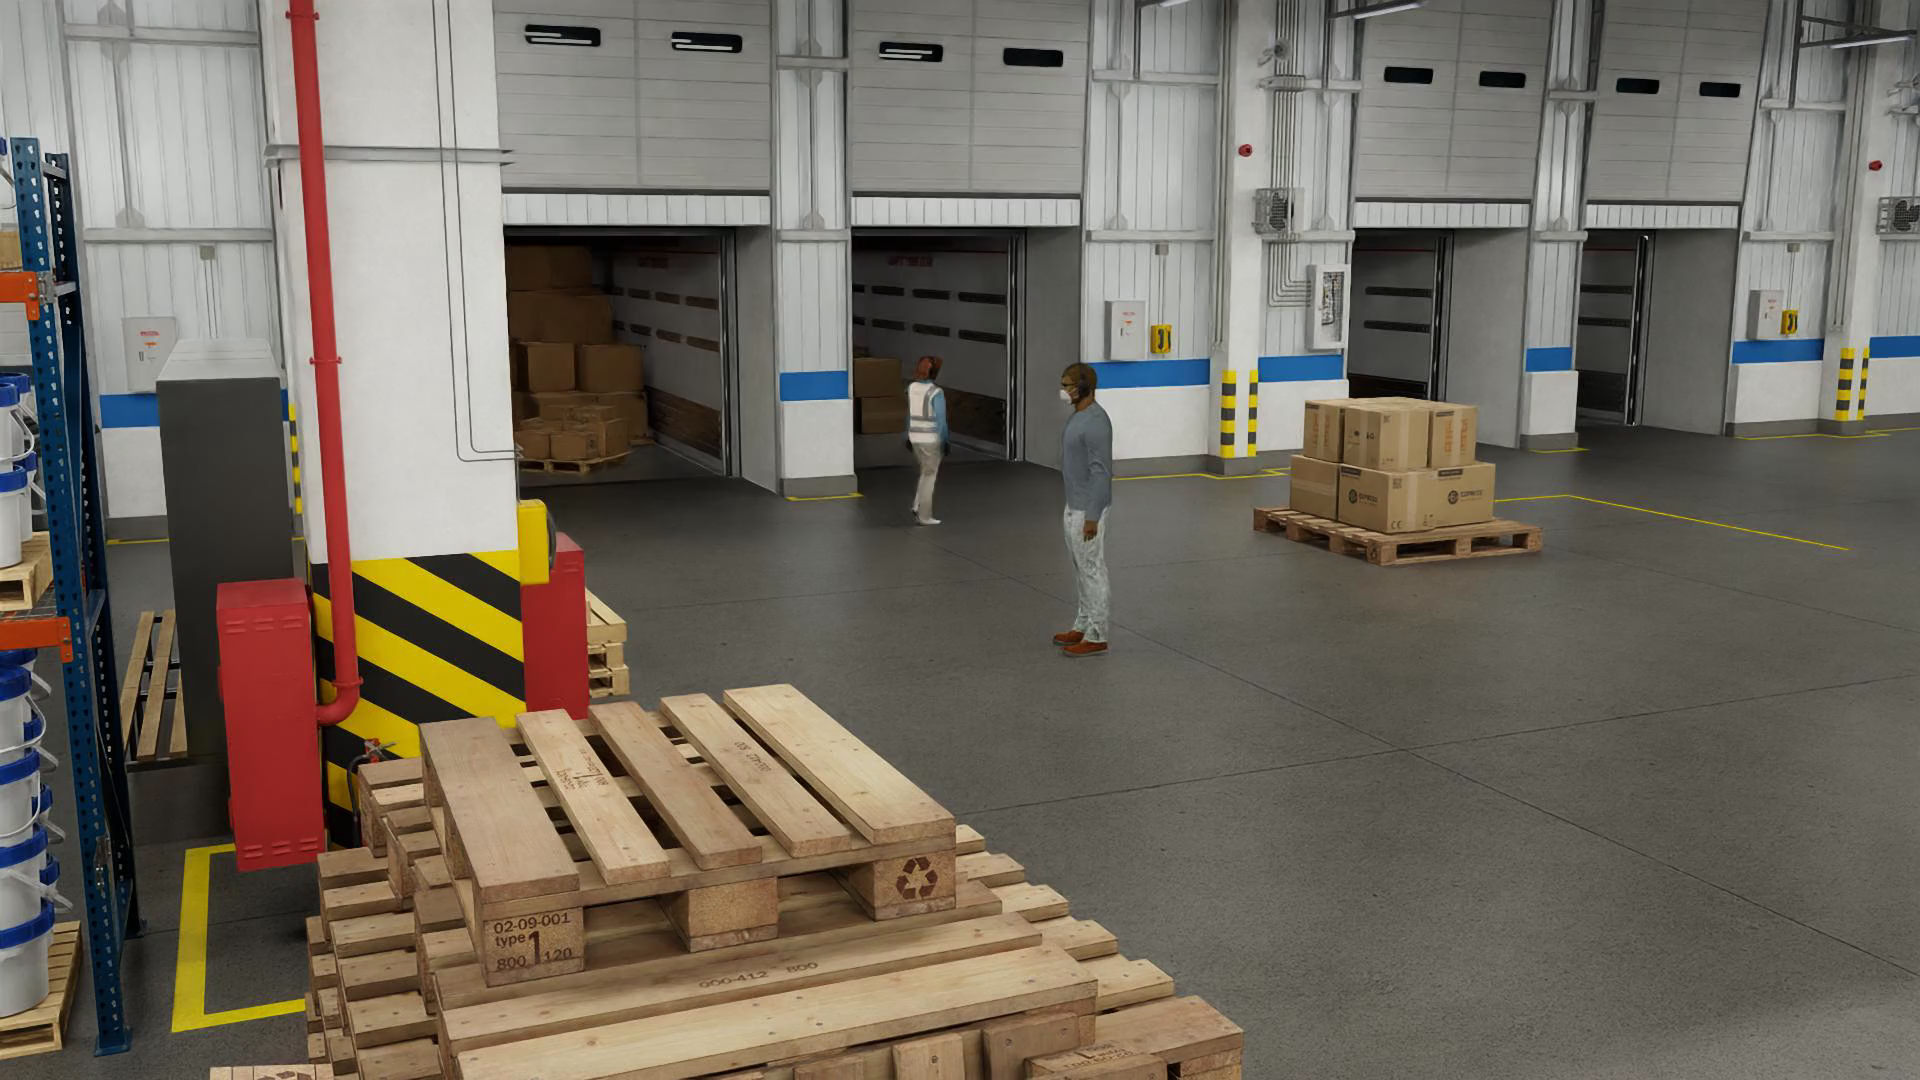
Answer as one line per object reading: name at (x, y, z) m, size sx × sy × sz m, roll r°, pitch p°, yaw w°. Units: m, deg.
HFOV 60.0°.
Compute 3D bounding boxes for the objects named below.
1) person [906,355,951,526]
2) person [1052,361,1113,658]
person at (-0.293, -0.940, 15.829) m, size 0.385 × 1.623 × 0.538 m, roll -8°, pitch 13°, yaw -37°
person at (0.817, -0.201, 10.893) m, size 0.354 × 1.936 × 0.635 m, roll -1°, pitch 10°, yaw -7°
